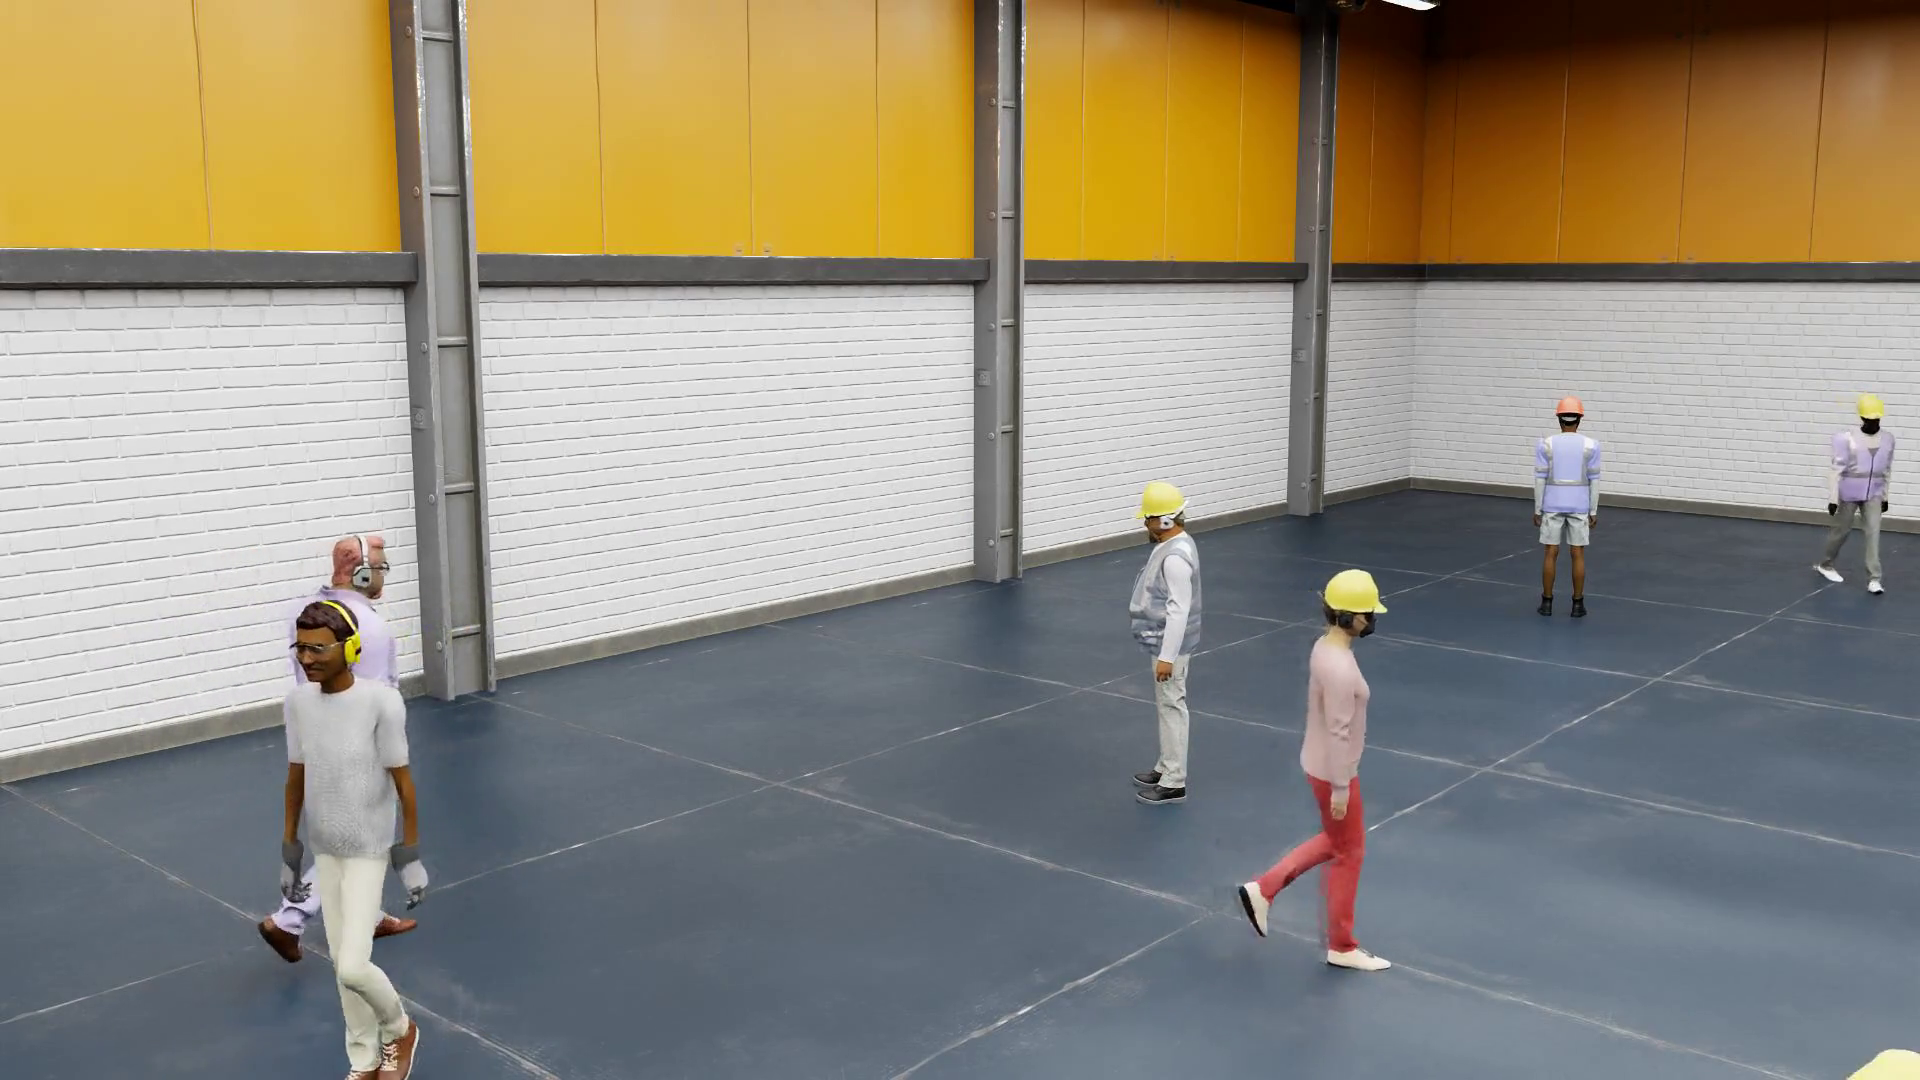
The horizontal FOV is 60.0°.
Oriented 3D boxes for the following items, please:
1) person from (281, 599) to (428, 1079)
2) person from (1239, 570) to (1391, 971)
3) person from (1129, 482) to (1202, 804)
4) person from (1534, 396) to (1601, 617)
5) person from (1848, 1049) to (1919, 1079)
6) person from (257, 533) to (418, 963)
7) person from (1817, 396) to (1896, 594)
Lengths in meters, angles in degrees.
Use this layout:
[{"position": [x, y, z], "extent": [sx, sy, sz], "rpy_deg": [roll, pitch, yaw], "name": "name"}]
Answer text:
[{"position": [-2.173, 1.123, 5.876], "extent": [0.558, 1.856, 0.386], "rpy_deg": [4, 10, 21], "name": "person"}, {"position": [1.545, 0.978, 7.116], "extent": [0.565, 1.748, 0.538], "rpy_deg": [1, 9, 4], "name": "person"}, {"position": [1.159, 0.579, 9.410], "extent": [0.403, 1.822, 0.589], "rpy_deg": [1, 9, 6], "name": "person"}, {"position": [5.282, -0.286, 14.506], "extent": [0.542, 1.930, 0.367], "rpy_deg": [3, 10, 19], "name": "person"}, {"position": [1.435, 1.680, 2.580], "extent": [0.598, 1.796, 0.889], "rpy_deg": [-2, 9, -11], "name": "person"}, {"position": [-2.710, 0.911, 7.162], "extent": [0.695, 1.876, 0.699], "rpy_deg": [8, 12, 42], "name": "person"}, {"position": [8.545, -0.455, 15.804], "extent": [0.647, 1.861, 1.000], "rpy_deg": [0, 9, 1], "name": "person"}]
